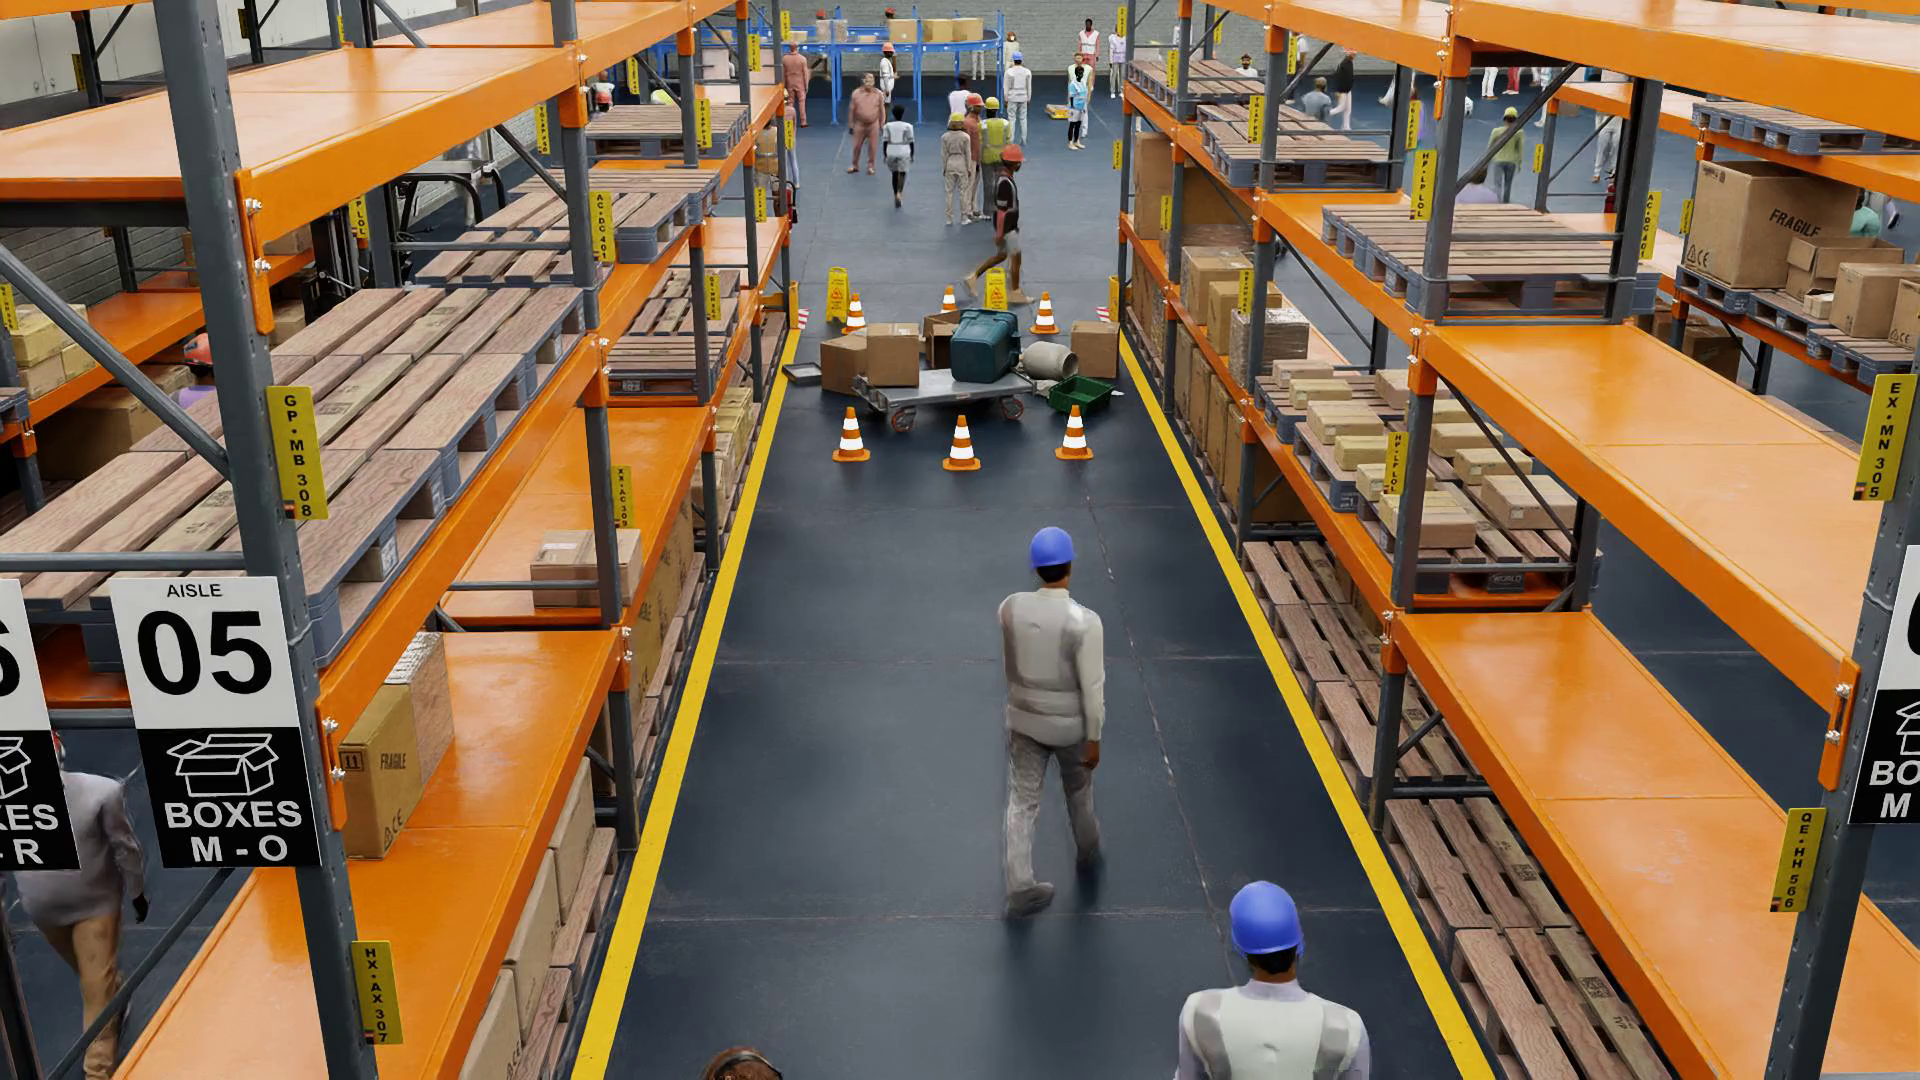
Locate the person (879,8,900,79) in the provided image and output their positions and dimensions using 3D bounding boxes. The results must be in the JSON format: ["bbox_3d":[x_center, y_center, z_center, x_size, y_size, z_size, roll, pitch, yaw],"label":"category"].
[{"bbox_3d":[-2.061,-14.629,49.025,0.606,2.039,0.395,6,21,15],"label":"person"}]

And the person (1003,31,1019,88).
[{"bbox_3d":[1.386,-13.008,45.300,0.499,1.634,0.279,-9,22,-22],"label":"person"}]

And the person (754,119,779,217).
[{"bbox_3d":[-2.949,-5.690,25.537,0.550,1.937,0.357,-2,21,-6],"label":"person"}]

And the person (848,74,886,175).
[{"bbox_3d":[-1.731,-7.787,31.186,0.686,1.876,0.481,1,21,3],"label":"person"}]

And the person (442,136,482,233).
[{"bbox_3d":[-7.712,-5.733,25.841,0.602,1.803,0.823,0,21,0],"label":"person"}]

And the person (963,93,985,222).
[{"bbox_3d":[0.220,-6.117,26.585,0.382,1.993,0.622,7,22,19],"label":"person"}]

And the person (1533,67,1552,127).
[{"bbox_3d":[13.480,-10.468,38.150,0.387,1.949,0.602,5,21,12],"label":"person"}]

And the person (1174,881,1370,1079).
[{"bbox_3d":[0.987,2.017,5.264,0.647,1.882,0.962,3,21,7],"label":"person"}]

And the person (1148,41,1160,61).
[{"bbox_3d":[4.740,-11.366,40.824,0.527,1.727,0.499,-13,24,-31],"label":"person"}]

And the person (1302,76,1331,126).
[{"bbox_3d":[6.422,-7.383,30.048,0.475,1.920,0.627,-19,28,-41],"label":"person"}]

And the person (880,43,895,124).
[{"bbox_3d":[-1.613,-10.190,37.432,0.361,1.935,0.553,0,21,-1],"label":"person"}]

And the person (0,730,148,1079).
[{"bbox_3d":[-3.692,1.502,6.852,0.580,1.699,0.944,-4,21,-11],"label":"person"}]

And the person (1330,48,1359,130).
[{"bbox_3d":[8.441,-9.983,36.845,0.791,1.971,0.628,12,24,29],"label":"person"}]

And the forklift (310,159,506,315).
[{"bbox_3d":[-5.622,-2.910,17.832,2.313,2.155,1.214,-1,21,-1],"label":"forklift"}]

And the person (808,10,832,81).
[{"bbox_3d":[-4.132,-14.445,48.575,0.908,2.018,0.615,4,21,11],"label":"person"}]

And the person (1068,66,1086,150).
[{"bbox_3d":[2.438,-8.978,34.559,0.322,1.699,0.535,15,25,34],"label":"person"}]

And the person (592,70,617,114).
[{"bbox_3d":[-7.409,-8.976,34.690,0.512,1.602,0.824,-4,21,-11],"label":"person"}]

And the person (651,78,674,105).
[{"bbox_3d":[-5.541,-7.697,31.053,0.679,1.797,0.711,-18,27,-40],"label":"person"}]

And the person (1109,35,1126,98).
[{"bbox_3d":[4.244,-12.735,44.172,0.584,1.928,0.373,-6,22,-16],"label":"person"}]

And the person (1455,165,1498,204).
[{"bbox_3d":[6.084,-3.578,20.006,0.643,1.906,0.693,5,21,14],"label":"person"}]

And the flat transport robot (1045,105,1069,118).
[{"bbox_3d":[2.479,-10.357,40.191,0.652,0.197,1.431,-2,21,-5],"label":"flat transport robot"}]

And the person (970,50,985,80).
[{"bbox_3d":[0.518,-14.462,48.994,0.489,1.743,0.322,-2,21,-6],"label":"person"}]

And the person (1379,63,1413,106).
[{"bbox_3d":[11.174,-11.890,42.142,0.633,1.775,1.016,-18,27,-39],"label":"person"}]

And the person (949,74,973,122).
[{"bbox_3d":[0.023,-7.623,30.753,0.627,1.879,0.534,17,27,38],"label":"person"}]

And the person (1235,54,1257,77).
[{"bbox_3d":[6.061,-9.416,35.501,0.523,1.863,0.331,6,22,16],"label":"person"}]

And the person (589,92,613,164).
[{"bbox_3d":[-5.844,-6.391,27.456,0.556,1.929,0.651,16,26,35],"label":"person"}]

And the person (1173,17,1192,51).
[{"bbox_3d":[6.503,-14.424,48.704,0.576,1.880,0.360,-4,21,-11],"label":"person"}]

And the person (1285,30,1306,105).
[{"bbox_3d":[8.384,-12.202,42.606,0.884,2.000,0.693,-15,25,-34],"label":"person"}]

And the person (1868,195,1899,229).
[{"bbox_3d":[14.230,-5.615,25.591,0.532,1.750,0.633,-3,21,-7],"label":"person"}]

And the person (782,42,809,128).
[{"bbox_3d":[-3.755,-10.421,38.088,0.638,1.907,0.408,5,21,13],"label":"person"}]

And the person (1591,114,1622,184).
[{"bbox_3d":[11.865,-7.467,30.232,0.630,1.940,0.372,8,22,21],"label":"person"}]

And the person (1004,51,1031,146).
[{"bbox_3d":[1.212,-9.302,35.091,0.601,1.940,0.416,-7,22,-17],"label":"person"}]

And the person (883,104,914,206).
[{"bbox_3d":[-1.046,-6.486,28.022,0.539,1.673,0.768,4,21,11],"label":"person"}]

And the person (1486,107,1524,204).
[{"bbox_3d":[8.817,-6.129,26.994,0.537,1.721,0.873,3,21,7],"label":"person"}]

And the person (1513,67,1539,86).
[{"bbox_3d":[16.195,-13.881,47.358,0.564,1.838,1.055,-8,22,-21],"label":"person"}]

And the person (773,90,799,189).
[{"bbox_3d":[-3.119,-7.120,29.570,0.526,1.759,0.353,-19,28,-41],"label":"person"}]

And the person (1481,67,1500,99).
[{"bbox_3d":[14.034,-12.607,43.838,0.370,1.933,0.627,-6,21,-15],"label":"person"}]

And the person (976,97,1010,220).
[{"bbox_3d":[0.516,-6.108,26.651,0.590,1.930,0.358,-9,23,-23],"label":"person"}]

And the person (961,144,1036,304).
[{"bbox_3d":[0.485,-3.949,20.842,0.875,2.013,0.613,-1,21,-2],"label":"person"}]

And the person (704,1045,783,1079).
[{"bbox_3d":[-0.486,2.197,4.887,0.659,1.796,0.745,8,22,20],"label":"person"}]

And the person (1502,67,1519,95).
[{"bbox_3d":[14.998,-12.965,45.027,0.369,1.748,0.529,-2,21,-5],"label":"person"}]

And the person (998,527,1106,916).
[{"bbox_3d":[0.479,0.868,8.263,0.630,1.889,0.925,12,24,28],"label":"person"}]

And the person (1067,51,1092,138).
[{"bbox_3d":[2.620,-9.743,36.394,0.562,1.838,0.388,11,23,27],"label":"person"}]

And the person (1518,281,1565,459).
[{"bbox_3d":[5.290,-1.531,14.968,0.498,1.633,0.282,-2,21,-6],"label":"person"}]

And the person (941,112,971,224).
[{"bbox_3d":[-0.049,-5.874,26.307,0.484,1.735,0.309,5,21,13],"label":"person"}]

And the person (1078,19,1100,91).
[{"bbox_3d":[3.563,-13.430,46.022,0.592,1.917,0.375,8,22,21],"label":"person"}]
